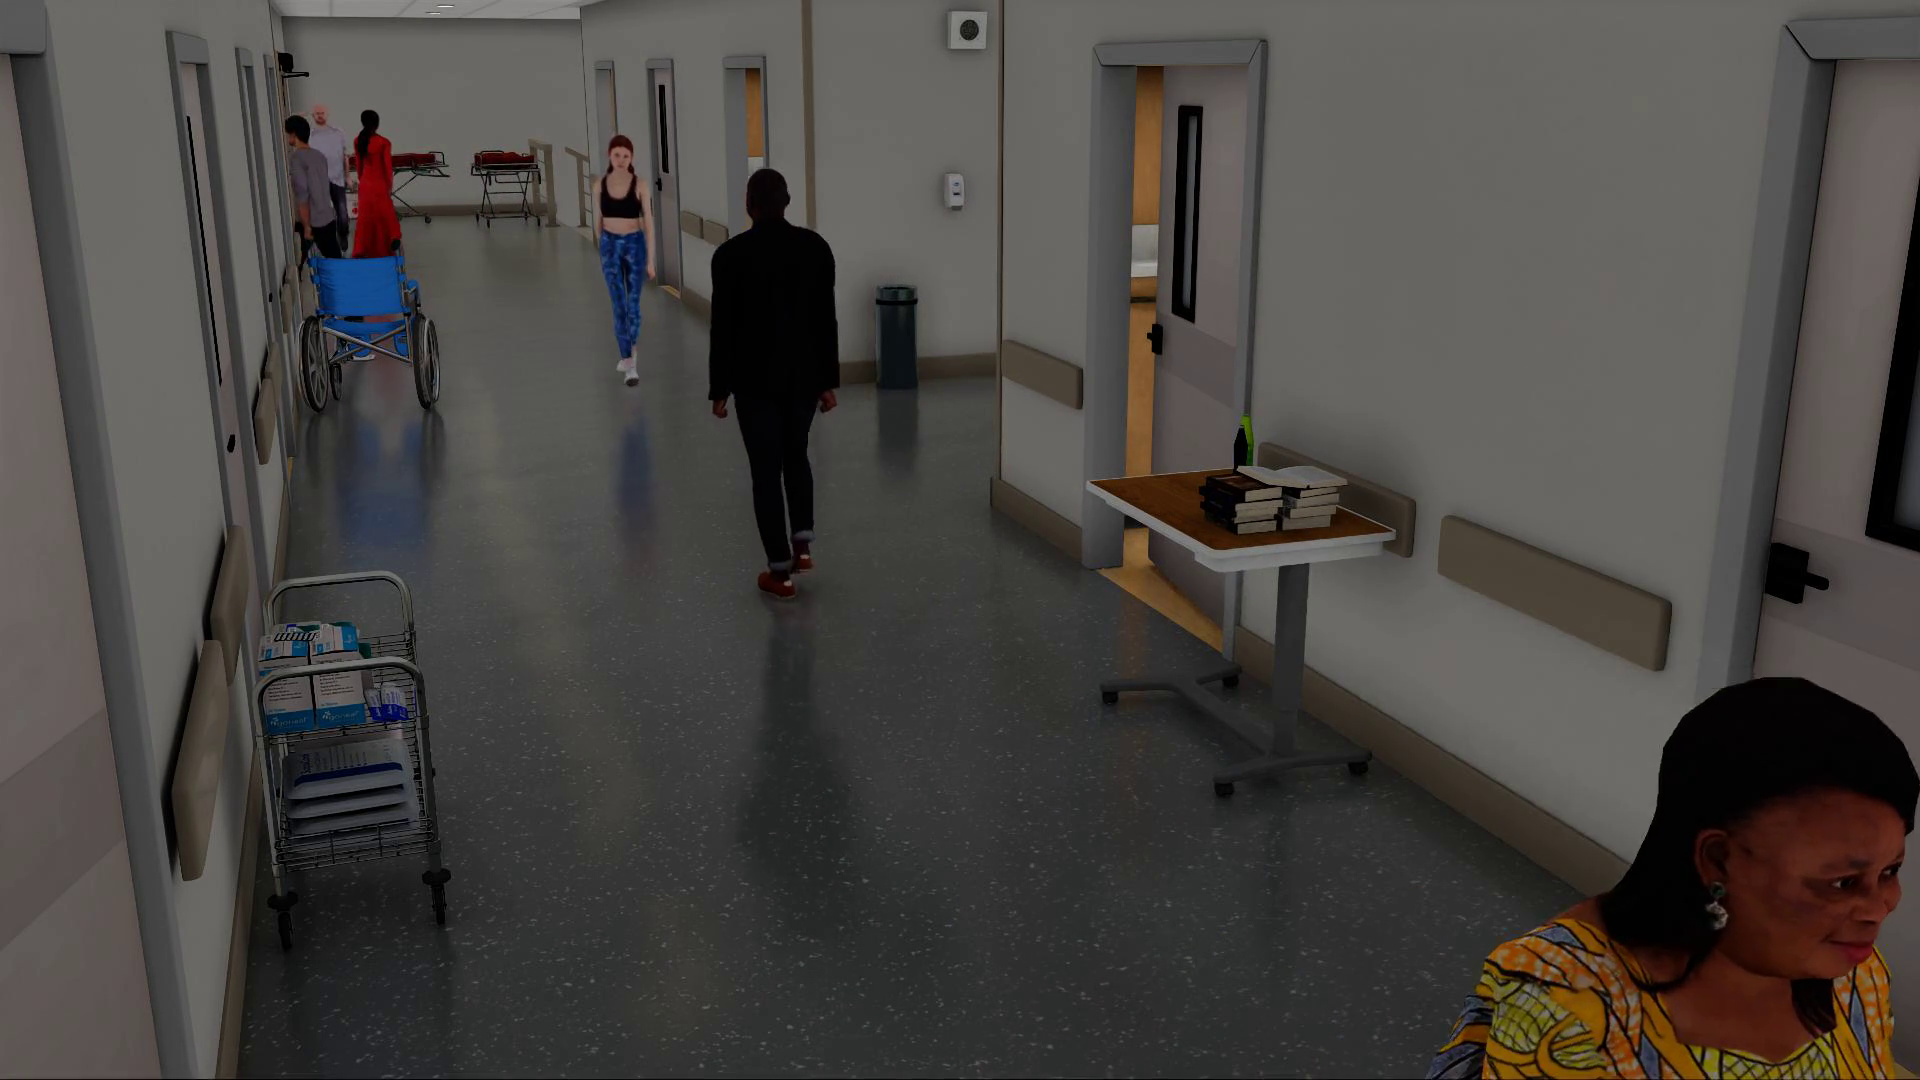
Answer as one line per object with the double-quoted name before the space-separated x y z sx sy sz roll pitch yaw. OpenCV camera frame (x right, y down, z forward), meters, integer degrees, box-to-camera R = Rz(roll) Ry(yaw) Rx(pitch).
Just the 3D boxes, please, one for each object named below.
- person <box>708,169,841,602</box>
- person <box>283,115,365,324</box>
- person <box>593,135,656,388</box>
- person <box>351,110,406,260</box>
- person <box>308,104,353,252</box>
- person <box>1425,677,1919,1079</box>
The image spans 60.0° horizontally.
"person" -0.733 -0.625 6.967 0.761 1.812 0.716 -8 18 -28
"person" -5.507 -2.714 14.415 1.161 1.791 1.220 4 16 13
"person" -2.402 -1.953 11.860 0.753 1.711 1.315 -1 16 -4
"person" -6.648 -3.909 18.731 0.934 1.748 1.220 1 16 5
"person" -7.622 -4.326 20.095 0.682 1.811 0.907 -5 17 -17
"person" 0.708 0.913 1.819 0.703 1.644 0.727 -7 17 -22
